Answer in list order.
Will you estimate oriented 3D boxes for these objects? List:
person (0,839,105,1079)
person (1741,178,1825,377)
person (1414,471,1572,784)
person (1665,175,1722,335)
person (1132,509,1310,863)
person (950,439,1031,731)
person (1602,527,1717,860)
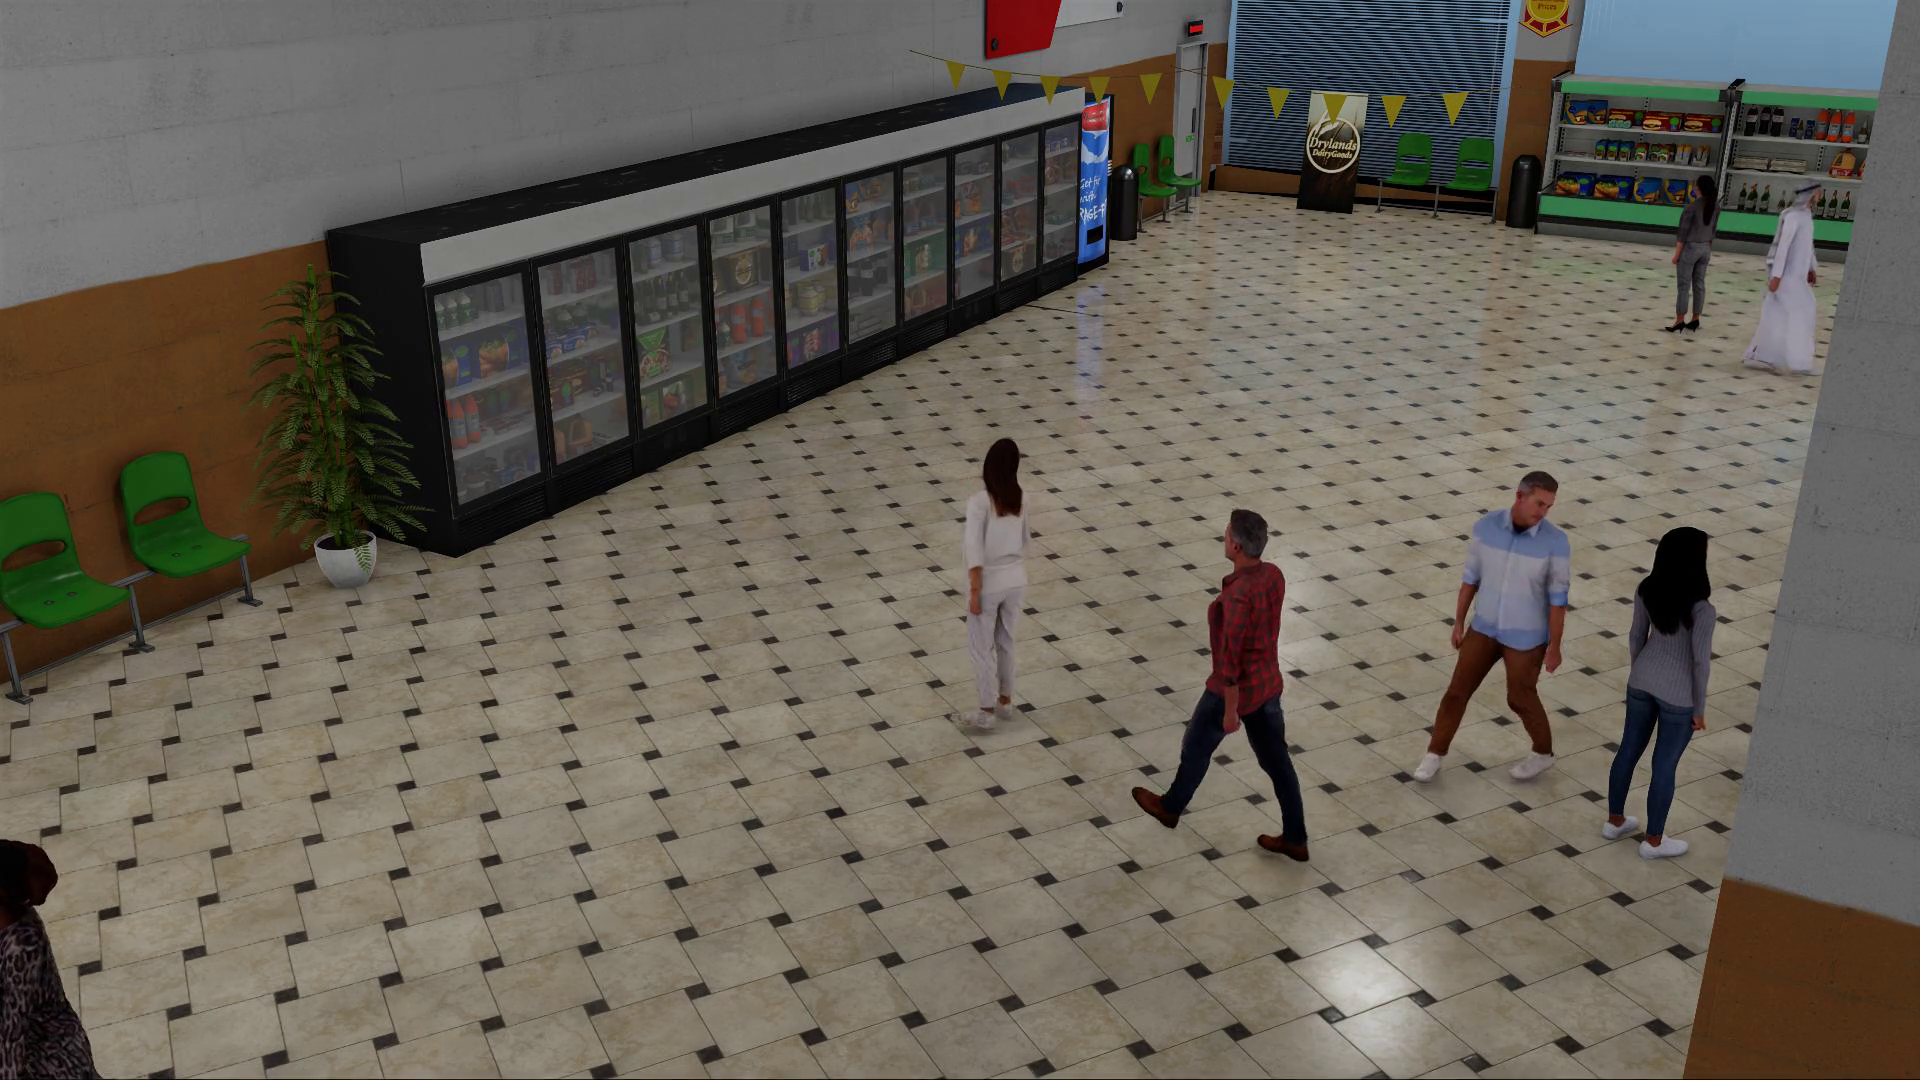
[{"bbox_3d":[-3.055,1.779,5.745,0.904,1.672,1.111,-18,28,-37],"label":"person"},{"bbox_3d":[8.032,-2.587,16.303,1.009,1.903,0.706,14,26,30],"label":"person"},{"bbox_3d":[2.978,0.479,8.833,0.902,1.783,0.905,-20,29,-40],"label":"person"},{"bbox_3d":[7.835,-3.048,17.753,0.716,1.677,0.770,-7,23,-17],"label":"person"},{"bbox_3d":[1.469,0.765,8.123,1.246,1.781,0.861,17,28,37],"label":"person"},{"bbox_3d":[0.214,0.276,9.506,0.746,1.657,0.831,15,26,33],"label":"person"},{"bbox_3d":[3.466,0.750,8.222,0.747,1.736,0.635,-12,25,-27],"label":"person"}]
